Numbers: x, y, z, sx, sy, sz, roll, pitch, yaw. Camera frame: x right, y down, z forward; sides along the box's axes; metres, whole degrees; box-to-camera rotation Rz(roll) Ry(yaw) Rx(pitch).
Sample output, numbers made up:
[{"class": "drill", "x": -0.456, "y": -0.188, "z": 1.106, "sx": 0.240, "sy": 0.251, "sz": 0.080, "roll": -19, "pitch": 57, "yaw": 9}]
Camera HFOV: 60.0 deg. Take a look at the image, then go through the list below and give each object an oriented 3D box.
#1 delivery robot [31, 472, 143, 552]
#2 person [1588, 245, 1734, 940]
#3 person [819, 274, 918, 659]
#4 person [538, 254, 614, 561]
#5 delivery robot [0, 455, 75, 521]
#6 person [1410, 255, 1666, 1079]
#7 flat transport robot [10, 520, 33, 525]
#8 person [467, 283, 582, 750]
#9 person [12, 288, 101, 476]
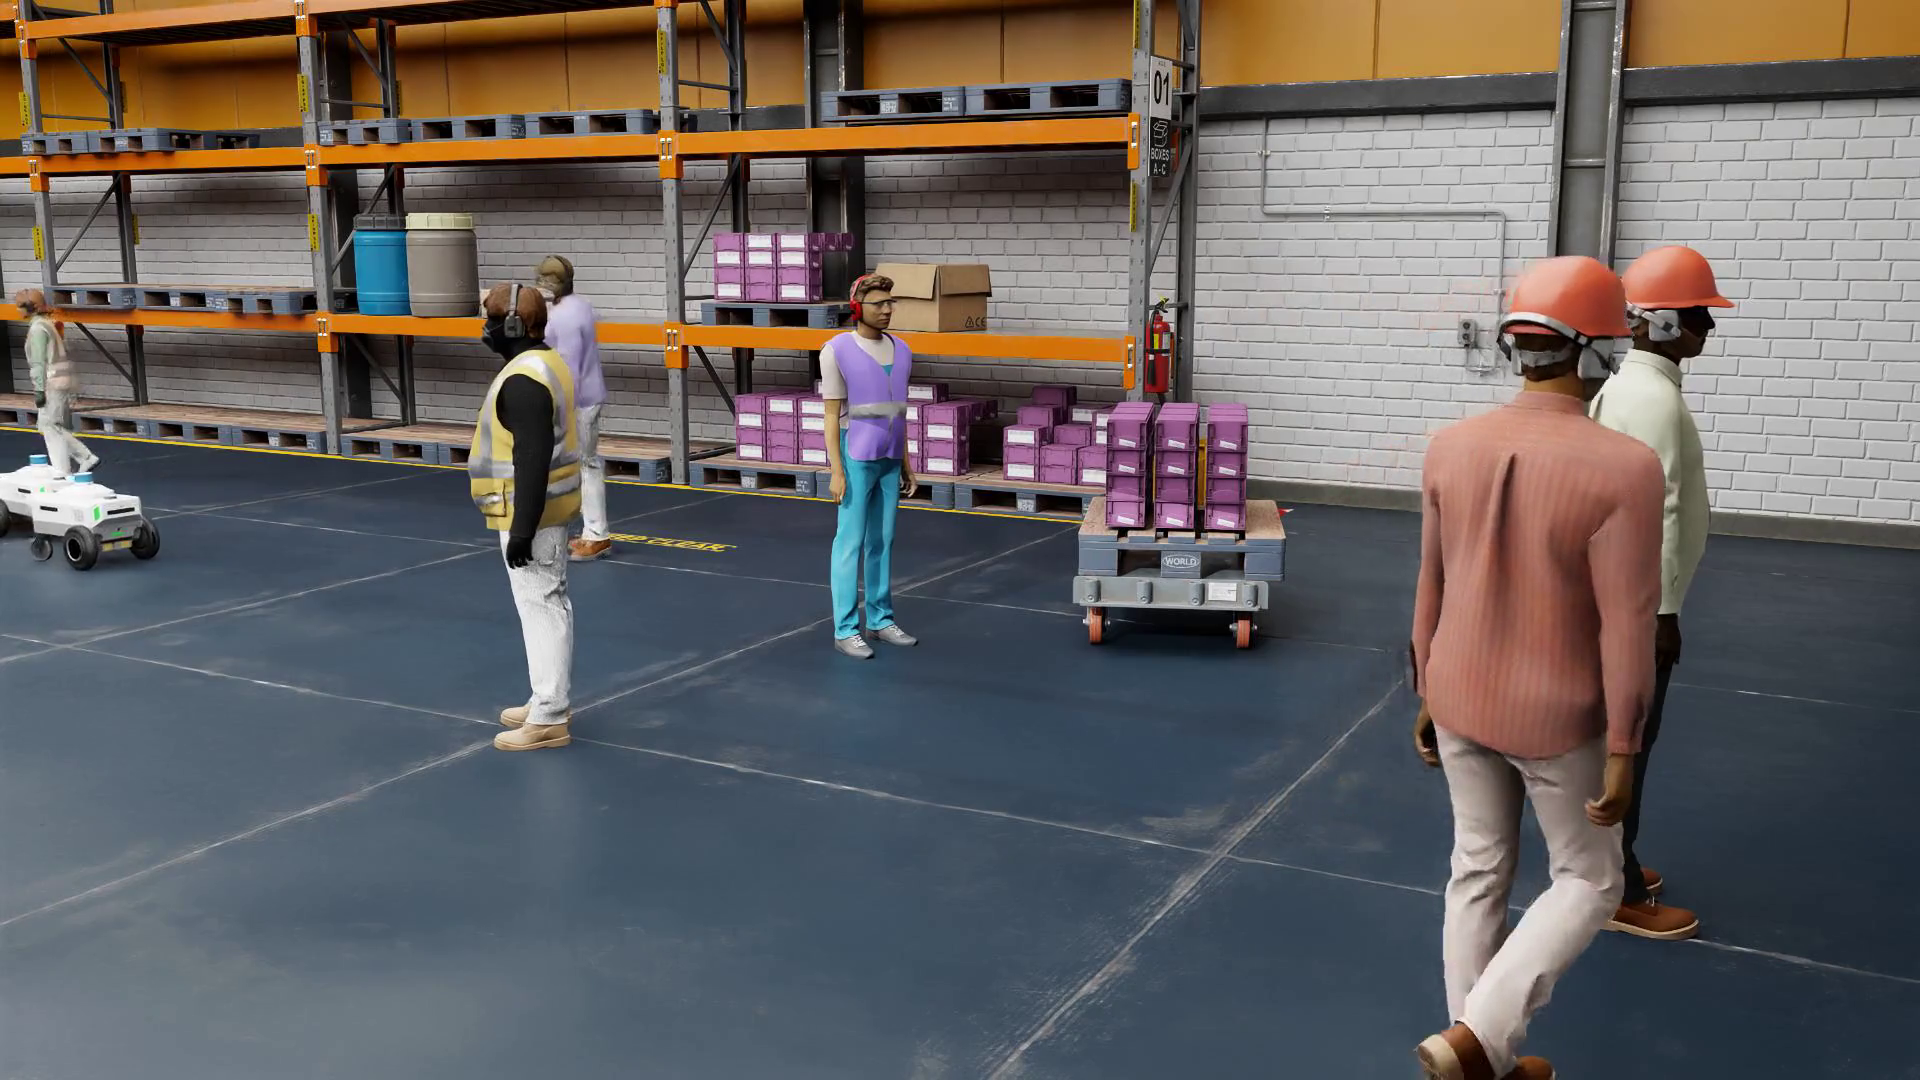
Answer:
[{"class": "delivery robot", "x": -5.447, "y": -0.179, "z": 10.370, "sx": 0.707, "sy": 0.478, "sz": 0.477, "roll": 6, "pitch": 12, "yaw": 29}, {"class": "person", "x": 2.000, "y": 0.148, "z": 4.887, "sx": 0.379, "sy": 1.996, "sz": 0.611, "roll": 2, "pitch": 10, "yaw": 8}, {"class": "person", "x": -0.446, "y": -0.366, "z": 8.111, "sx": 0.390, "sy": 1.846, "sz": 0.564, "roll": 8, "pitch": 13, "yaw": 39}, {"class": "person", "x": -2.428, "y": -0.834, "z": 10.507, "sx": 0.403, "sy": 1.922, "sz": 0.801, "roll": -1, "pitch": 10, "yaw": -6}, {"class": "delivery robot", "x": -6.186, "y": -0.331, "z": 11.204, "sx": 0.707, "sy": 0.478, "sz": 0.477, "roll": 8, "pitch": 13, "yaw": 36}, {"class": "person", "x": 1.208, "y": 0.378, "z": 3.647, "sx": 0.611, "sy": 1.978, "sz": 0.634, "roll": -8, "pitch": 13, "yaw": -37}, {"class": "flat transport robot", "x": -7.060, "y": -0.266, "z": 11.883, "sx": 1.431, "sy": 0.197, "sz": 0.652, "roll": 7, "pitch": 12, "yaw": 33}, {"class": "person", "x": -1.723, "y": -0.091, "z": 6.617, "sx": 0.430, "sy": 1.845, "sz": 0.619, "roll": -1, "pitch": 10, "yaw": -7}, {"class": "person", "x": -7.316, "y": -1.216, "z": 13.405, "sx": 0.428, "sy": 1.621, "sz": 0.521, "roll": -5, "pitch": 11, "yaw": -24}]
